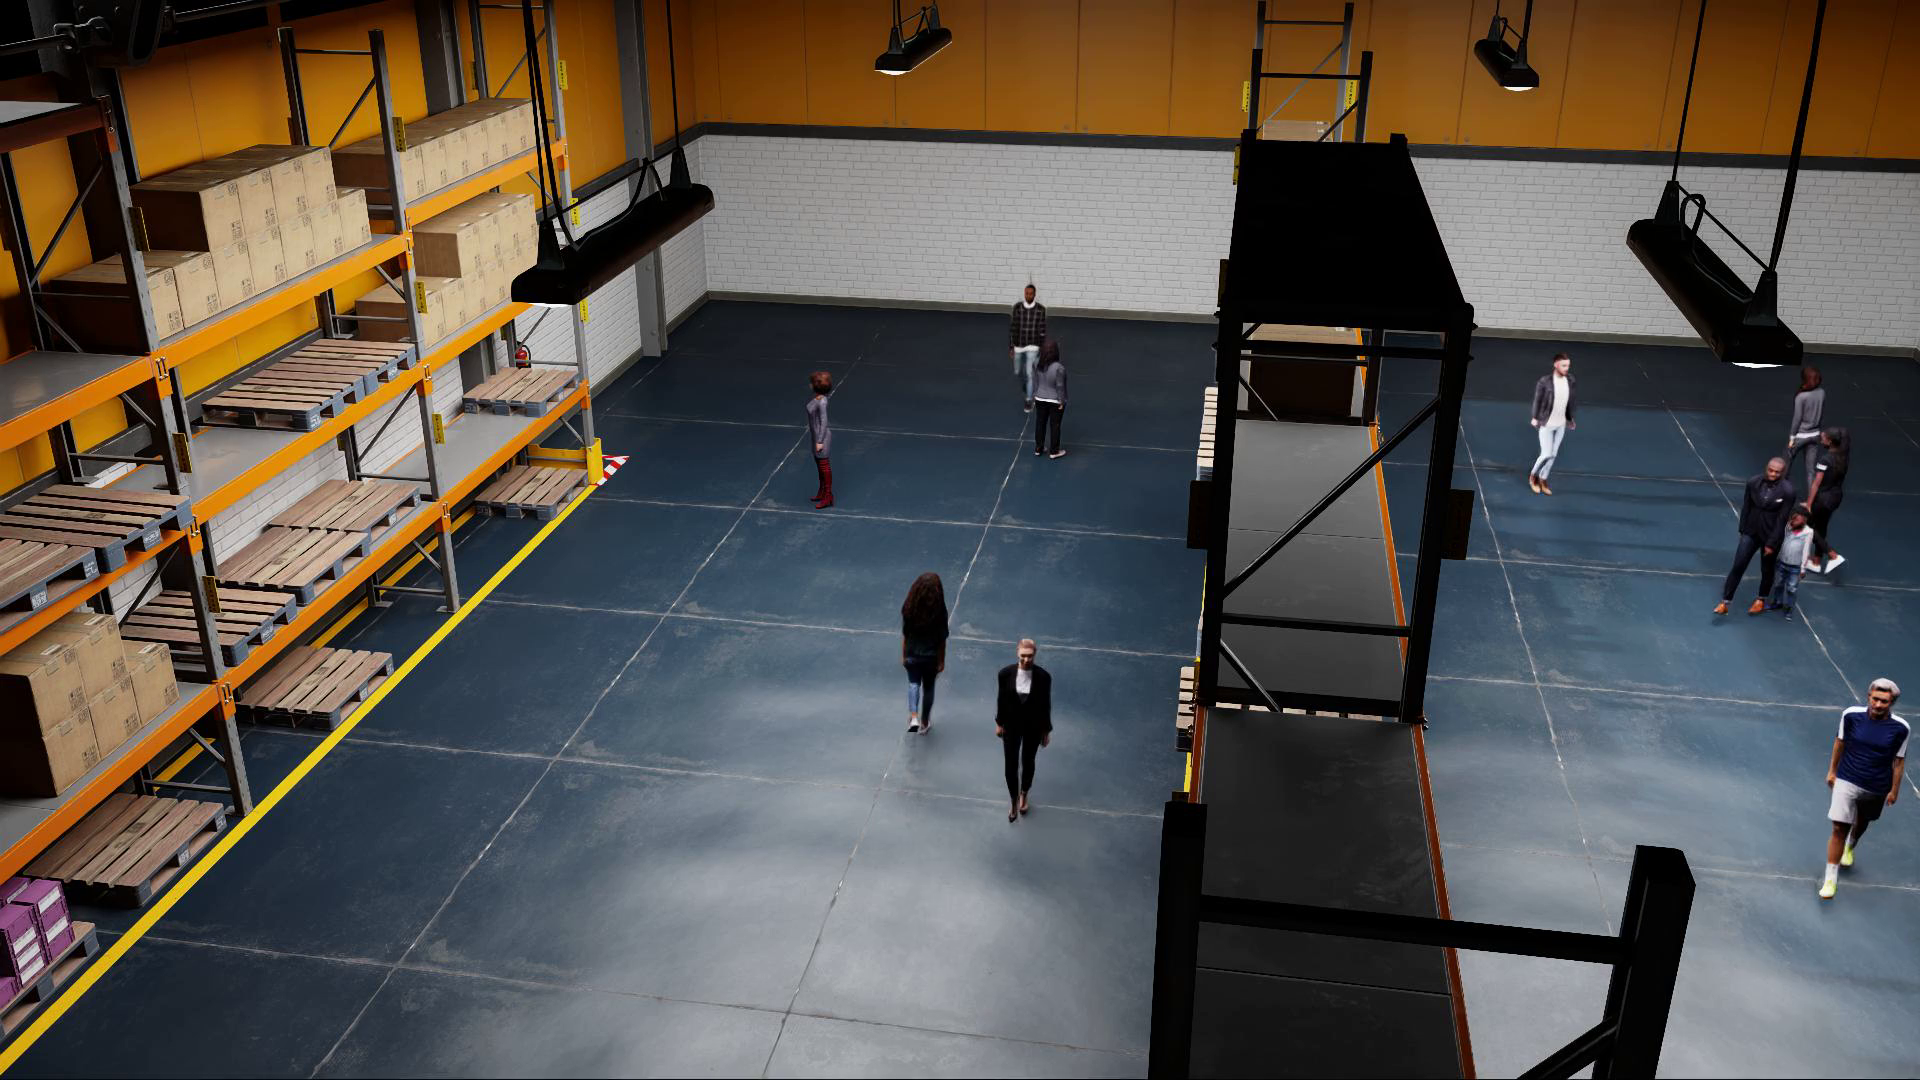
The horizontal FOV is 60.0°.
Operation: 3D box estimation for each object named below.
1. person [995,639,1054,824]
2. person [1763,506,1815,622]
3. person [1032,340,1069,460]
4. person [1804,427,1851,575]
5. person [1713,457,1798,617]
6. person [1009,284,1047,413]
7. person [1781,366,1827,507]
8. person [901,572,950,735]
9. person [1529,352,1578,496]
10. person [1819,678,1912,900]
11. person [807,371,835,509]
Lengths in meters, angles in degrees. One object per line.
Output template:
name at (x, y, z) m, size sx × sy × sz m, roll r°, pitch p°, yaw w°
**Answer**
person at (0.536, 1.540, 13.938) m, size 0.670 × 1.690 × 0.640 m, roll 1°, pitch 24°, yaw 3°
person at (8.766, 0.215, 17.513) m, size 0.640 × 1.255 × 0.585 m, roll -17°, pitch 29°, yaw -34°
person at (1.178, -1.857, 21.824) m, size 0.769 × 1.597 × 0.794 m, roll 16°, pitch 28°, yaw 32°
person at (9.566, -0.397, 18.310) m, size 0.912 × 1.738 × 0.975 m, roll -11°, pitch 26°, yaw -24°
person at (8.466, -0.037, 17.435) m, size 1.181 × 1.780 × 1.059 m, roll -20°, pitch 30°, yaw -38°
person at (0.964, -2.774, 23.670) m, size 0.658 × 1.799 × 0.990 m, roll 4°, pitch 24°, yaw 8°
person at (10.319, -1.213, 20.192) m, size 0.904 × 1.725 × 1.196 m, roll -5°, pitch 24°, yaw -11°
person at (-0.337, 1.087, 15.084) m, size 0.599 × 1.602 × 0.723 m, roll 3°, pitch 24°, yaw 6°
person at (7.320, -1.475, 20.671) m, size 0.747 × 1.822 × 0.740 m, roll -6°, pitch 24°, yaw -14°
person at (7.093, 1.874, 13.048) m, size 0.922 × 1.790 × 1.244 m, roll 13°, pitch 27°, yaw 27°
person at (-1.694, -1.237, 20.263) m, size 0.714 × 1.711 × 0.592 m, roll -6°, pitch 24°, yaw -13°
